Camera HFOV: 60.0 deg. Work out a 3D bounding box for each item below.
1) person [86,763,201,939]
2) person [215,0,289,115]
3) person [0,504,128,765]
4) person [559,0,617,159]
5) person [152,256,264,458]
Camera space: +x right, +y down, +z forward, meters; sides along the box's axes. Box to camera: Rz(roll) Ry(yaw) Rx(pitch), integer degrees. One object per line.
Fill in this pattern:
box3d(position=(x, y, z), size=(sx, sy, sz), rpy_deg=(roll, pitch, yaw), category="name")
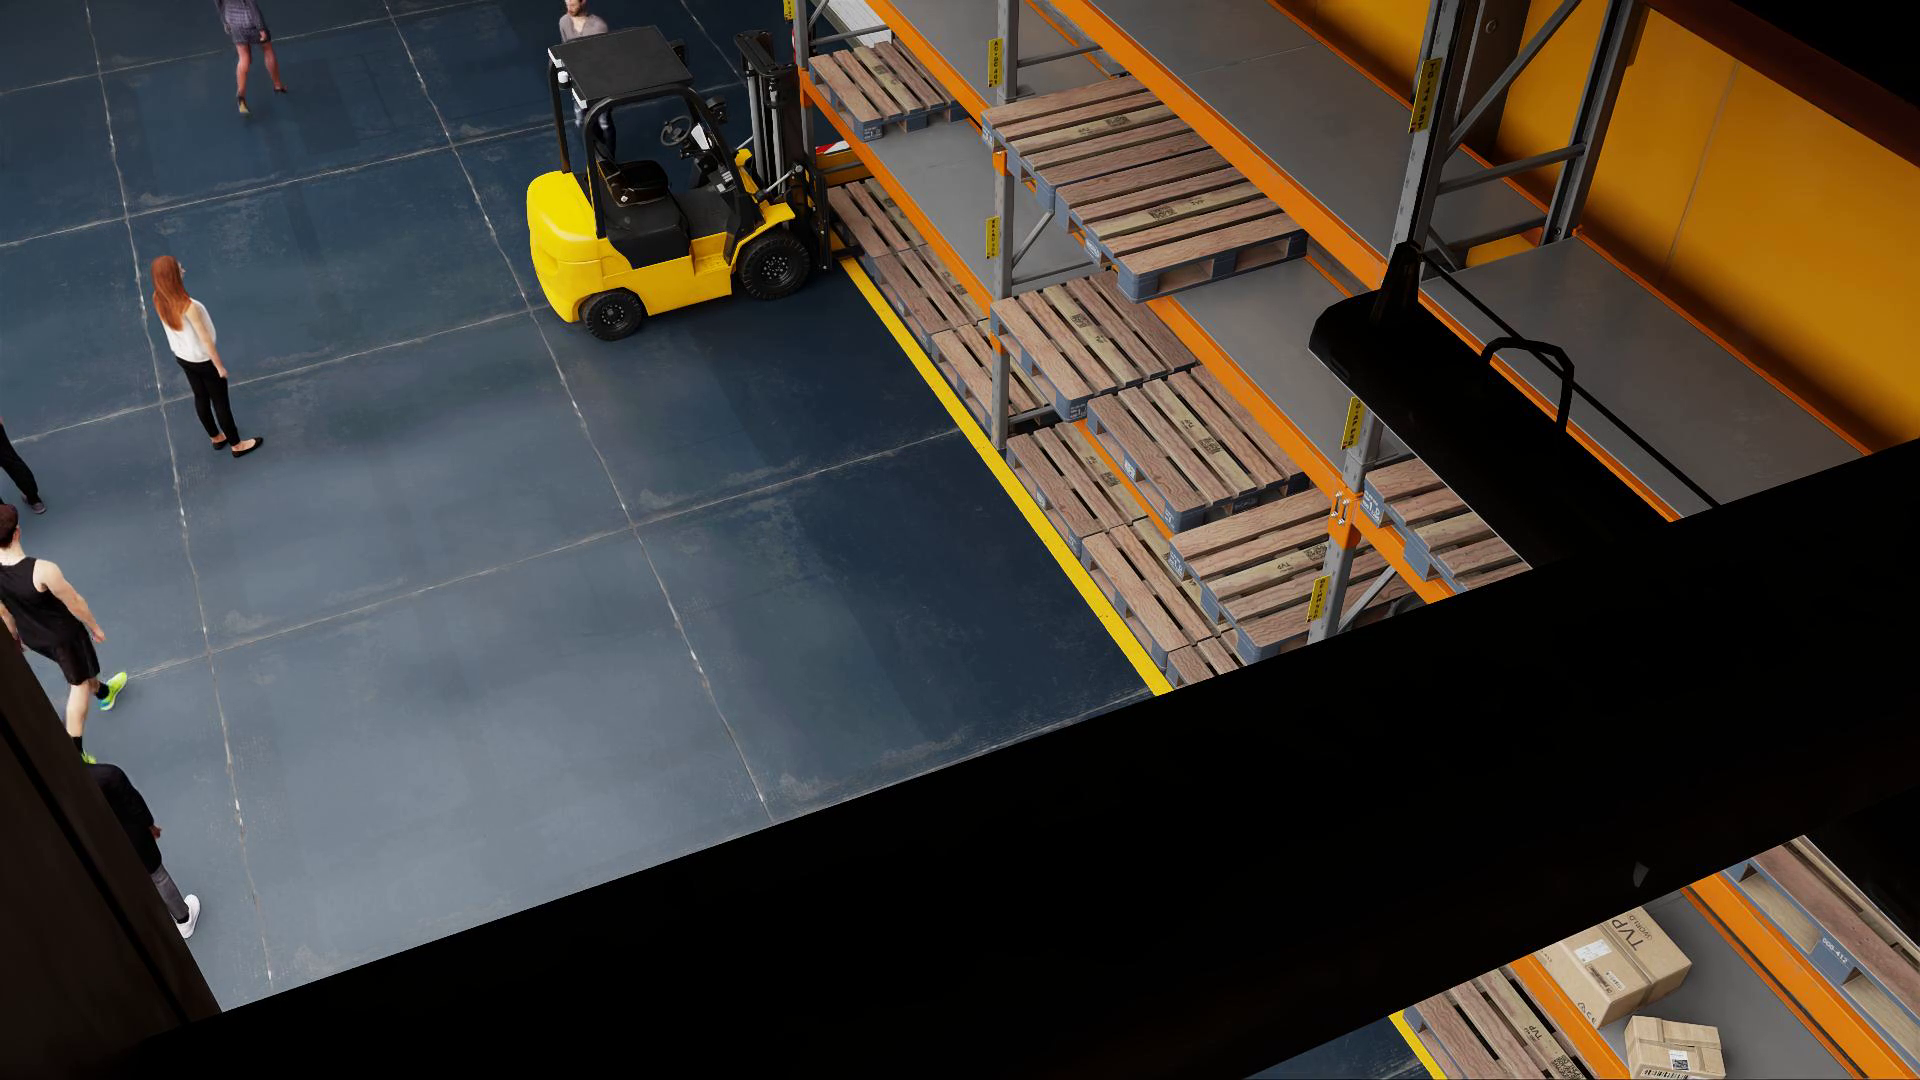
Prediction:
box3d(position=(-4.679, 1.665, 9.160), size=(0.640, 1.764, 0.544), rpy_deg=(-16, 46, -16), category="person")
box3d(position=(-6.978, -4.939, 16.155), size=(0.977, 1.678, 1.100), rpy_deg=(8, 44, 8), category="person")
box3d(position=(-5.590, 0.625, 10.184), size=(1.062, 1.858, 1.280), rpy_deg=(2, 44, 3), category="person")
box3d(position=(-3.328, -4.252, 15.281), size=(0.878, 1.889, 0.937), rpy_deg=(15, 46, 15), category="person")
box3d(position=(-5.665, -1.351, 12.359), size=(0.613, 1.718, 0.704), rpy_deg=(22, 48, 21), category="person")
